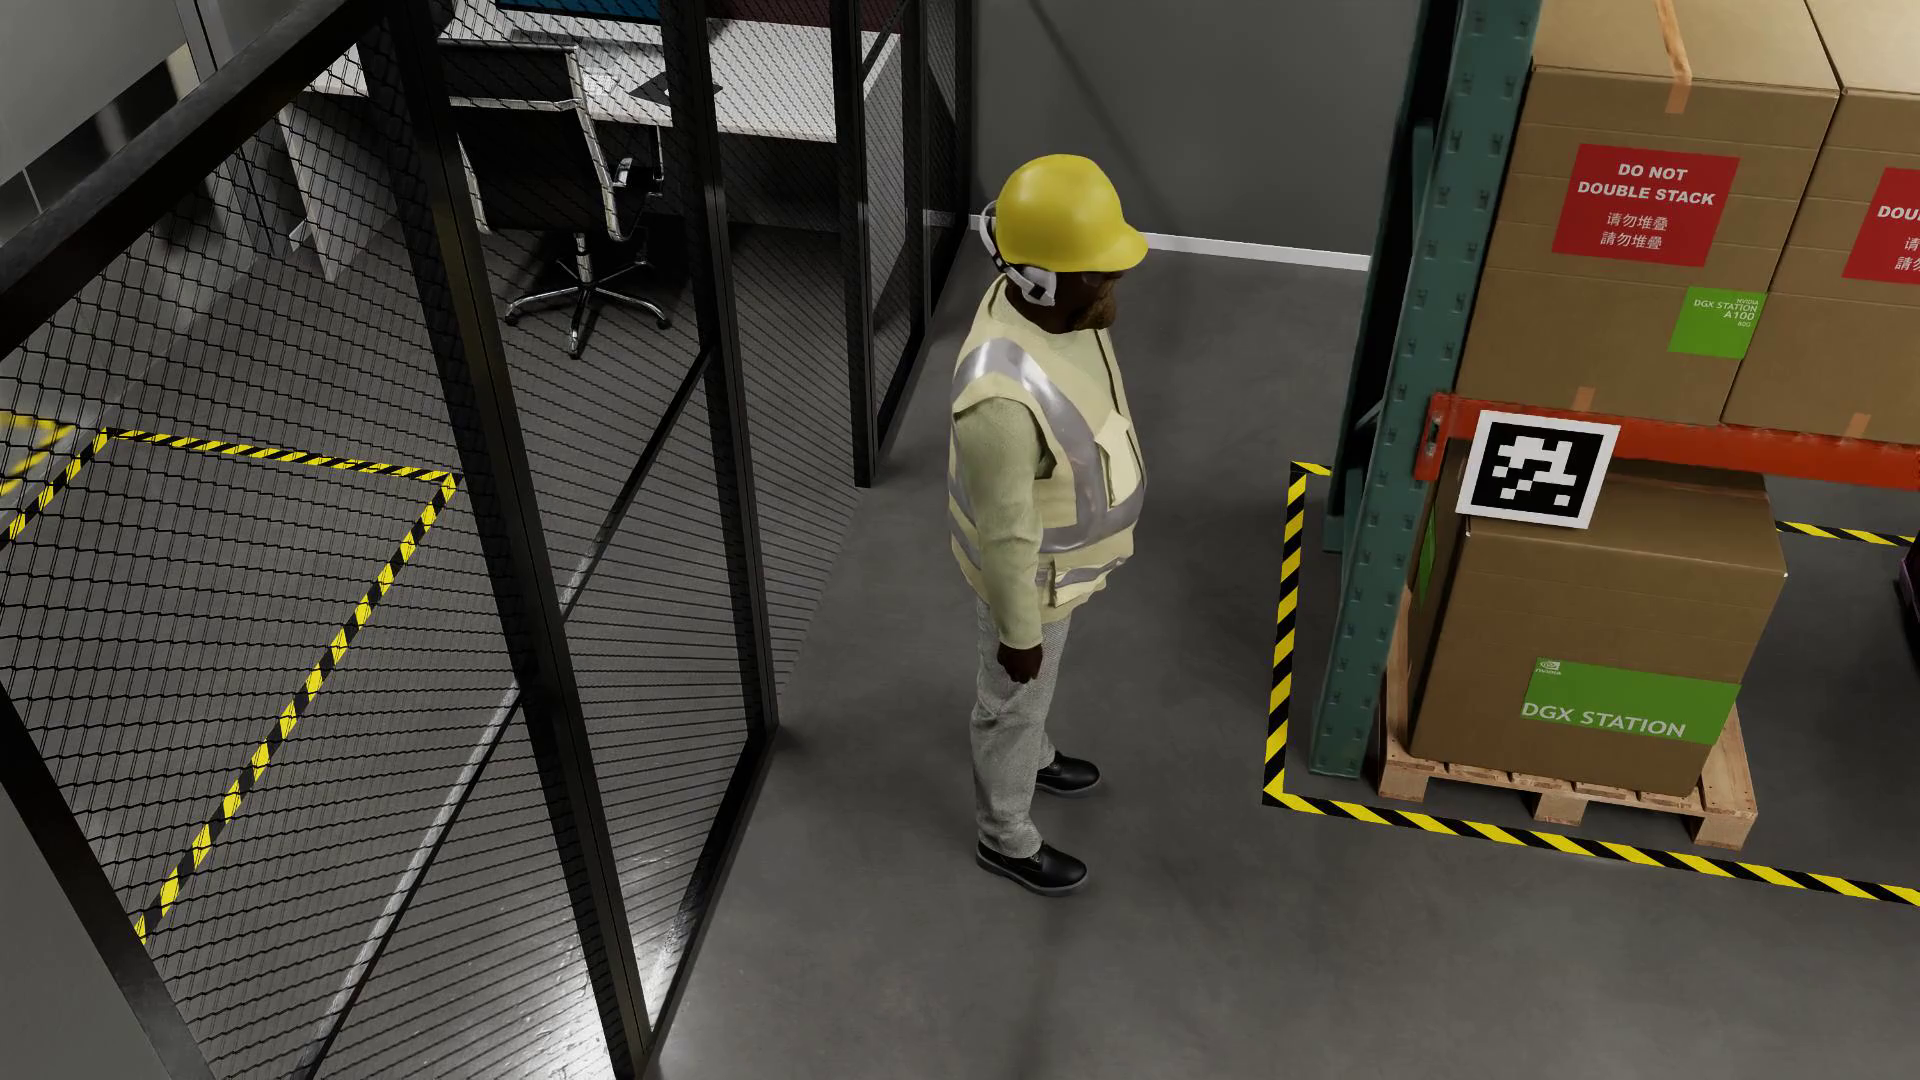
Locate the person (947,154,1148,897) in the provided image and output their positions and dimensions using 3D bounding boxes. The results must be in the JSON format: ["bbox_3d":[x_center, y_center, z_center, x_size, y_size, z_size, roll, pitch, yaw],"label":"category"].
[{"bbox_3d":[0.182,0.013,3.562,0.403,1.833,0.586,8,42,9],"label":"person"}]
